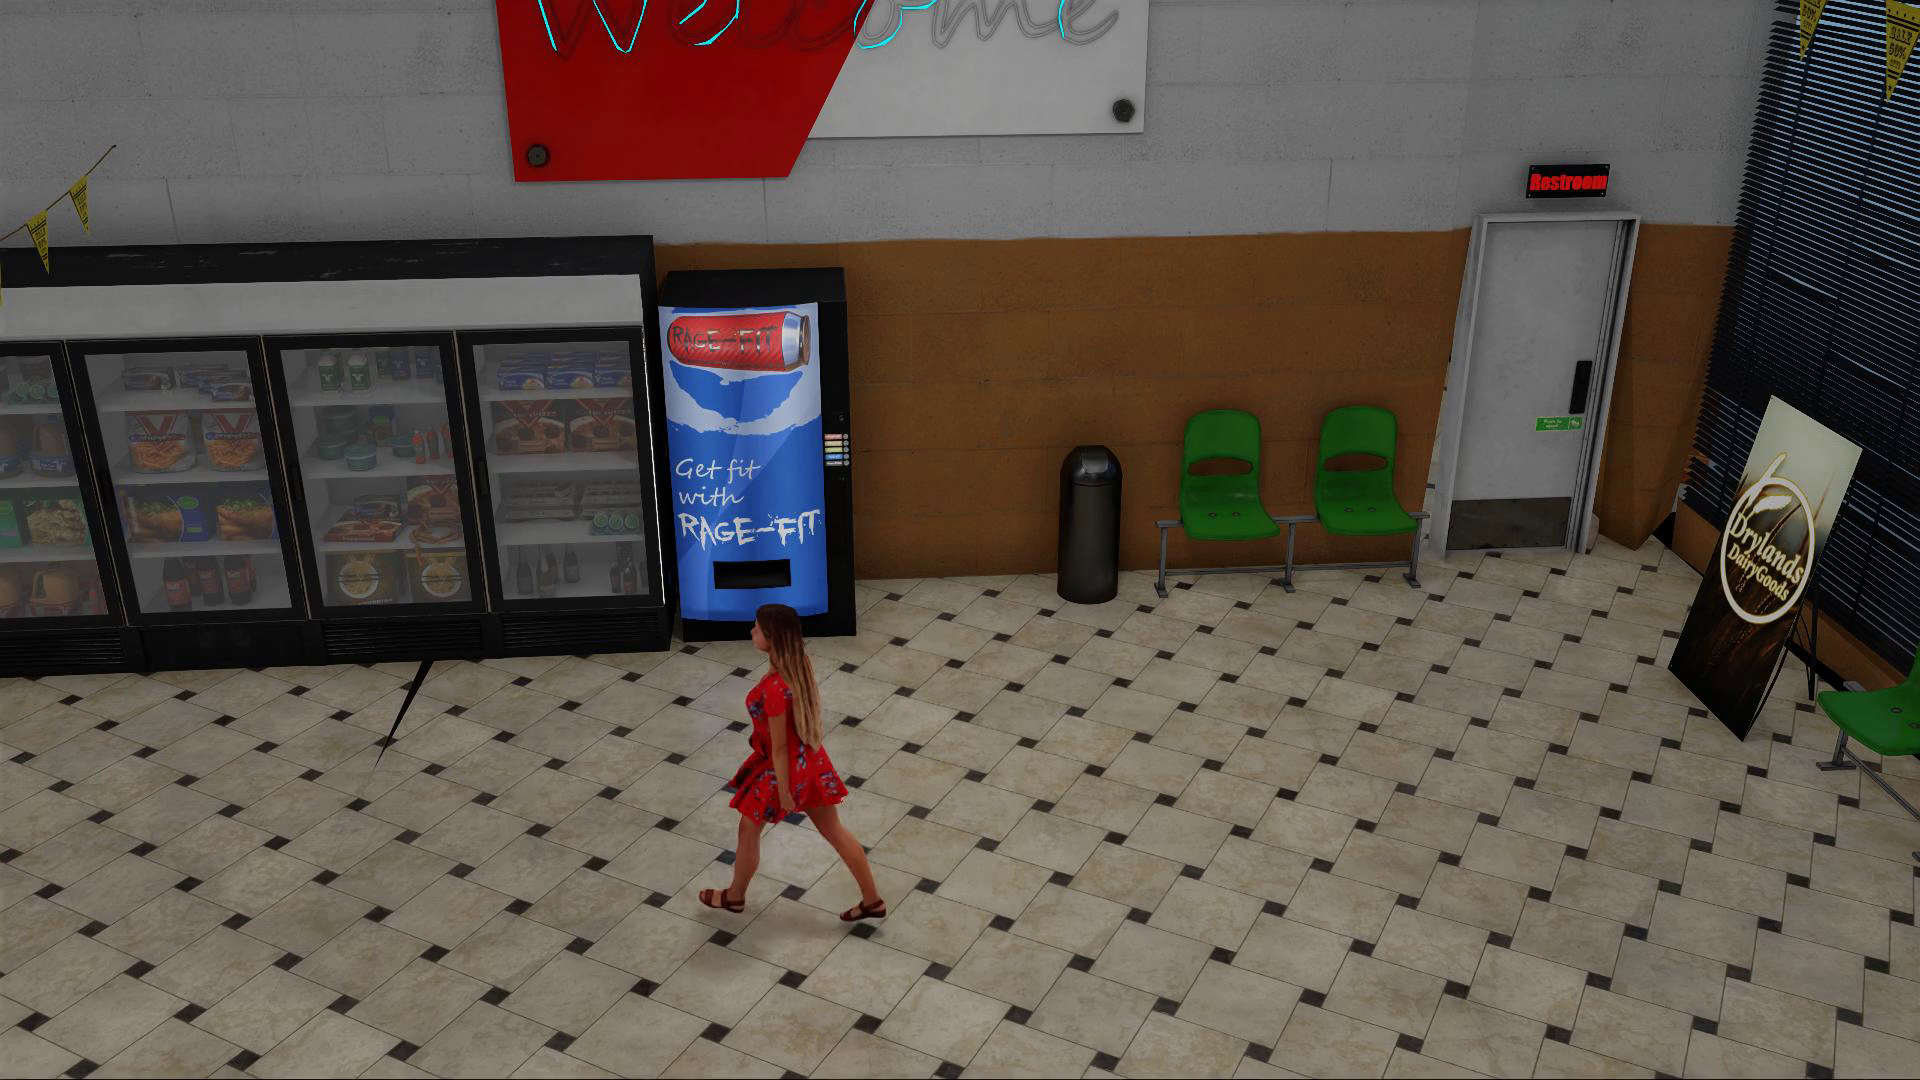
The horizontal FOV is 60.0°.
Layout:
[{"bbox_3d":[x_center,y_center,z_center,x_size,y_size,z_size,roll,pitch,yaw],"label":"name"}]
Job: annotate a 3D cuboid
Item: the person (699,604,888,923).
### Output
[{"bbox_3d":[-0.646,1.015,7.176,0.920,1.551,1.095,7,25,16],"label":"person"}]
